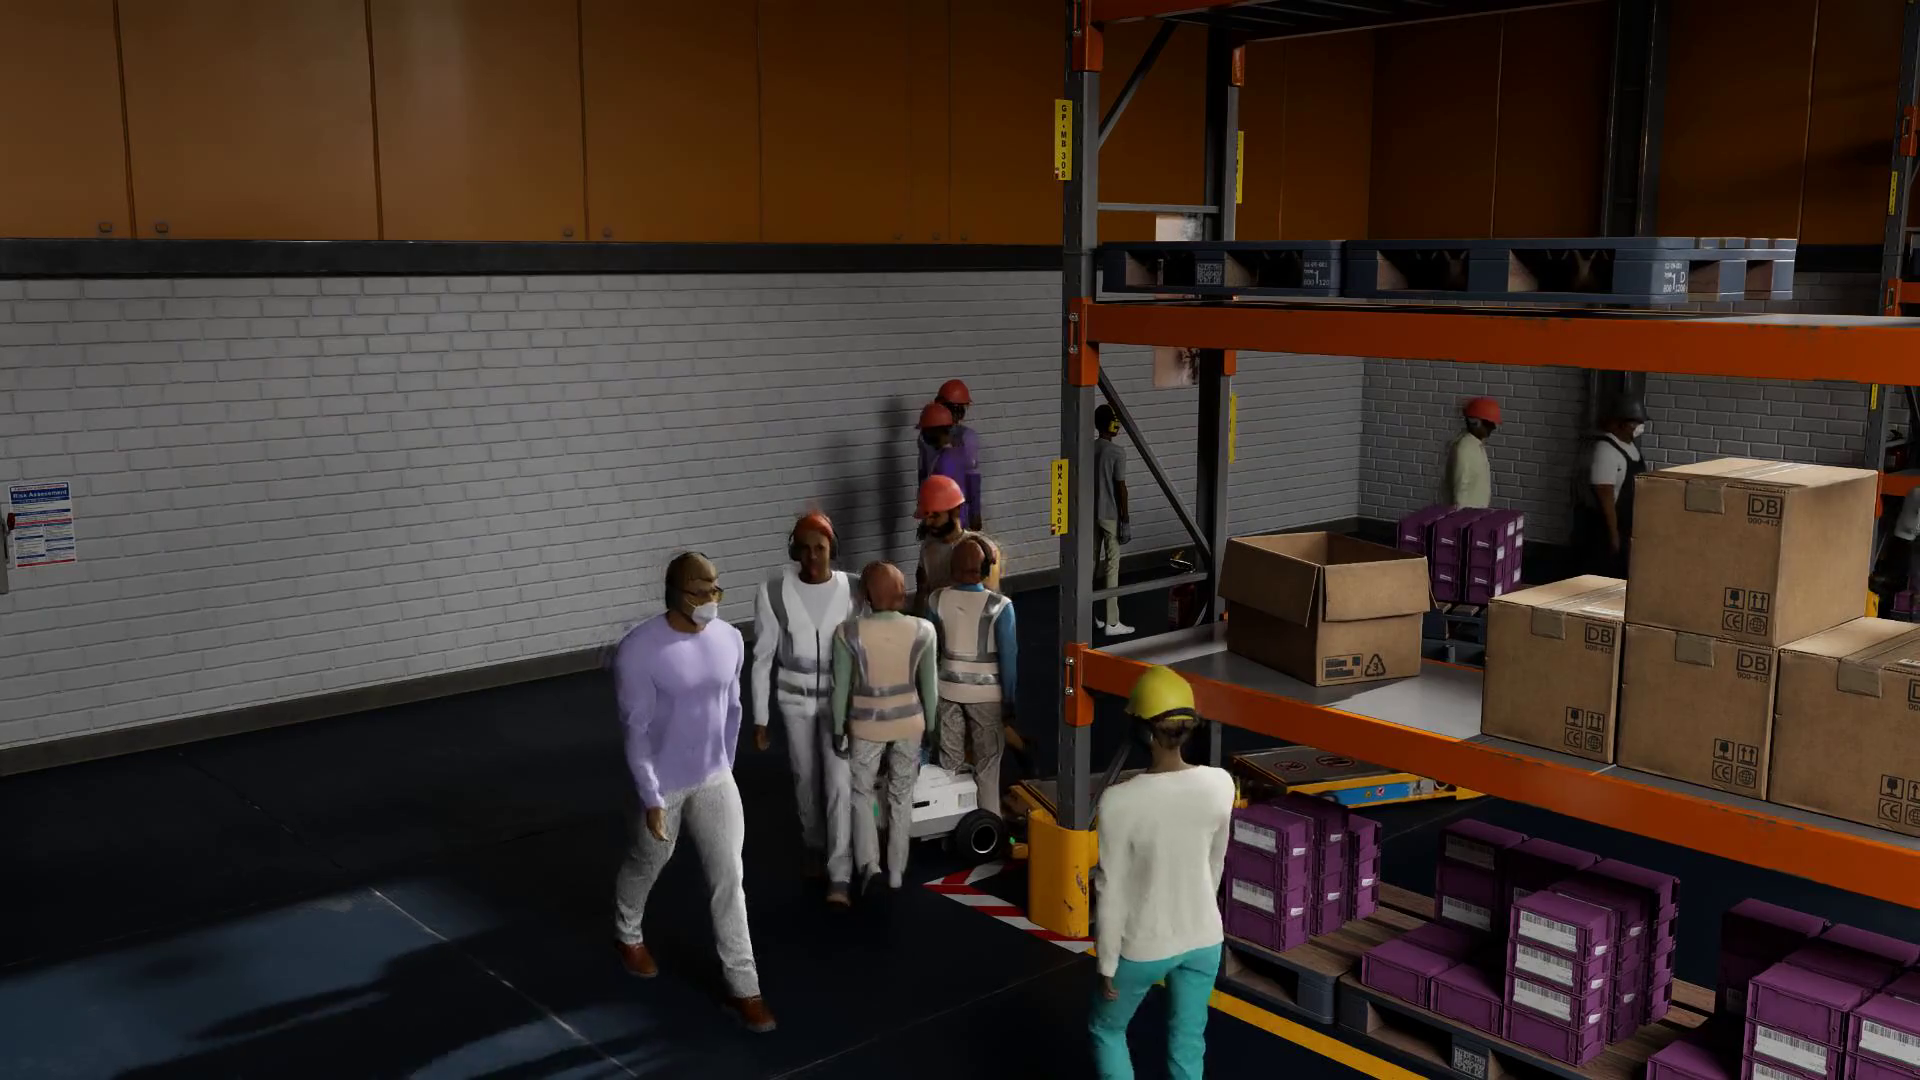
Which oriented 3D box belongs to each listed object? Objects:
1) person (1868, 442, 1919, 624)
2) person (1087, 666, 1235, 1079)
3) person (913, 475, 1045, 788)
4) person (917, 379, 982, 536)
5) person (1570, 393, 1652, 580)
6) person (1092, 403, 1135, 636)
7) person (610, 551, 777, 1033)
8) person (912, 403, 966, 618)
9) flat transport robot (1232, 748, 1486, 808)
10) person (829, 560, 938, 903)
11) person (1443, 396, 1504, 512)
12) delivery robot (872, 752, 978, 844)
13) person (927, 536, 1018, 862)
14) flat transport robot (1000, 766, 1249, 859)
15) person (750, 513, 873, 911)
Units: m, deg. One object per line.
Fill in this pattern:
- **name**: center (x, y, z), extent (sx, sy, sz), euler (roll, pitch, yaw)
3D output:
- **person**: center (6.315, 0.247, 10.752), extent (0.630, 1.930, 0.668), euler (-3, 10, -17)
- **person**: center (0.633, 1.271, 5.300), extent (0.524, 1.751, 0.420), euler (-4, 10, -22)
- **person**: center (0.077, 0.575, 8.928), extent (0.581, 1.901, 0.747), euler (9, 13, 43)
- **person**: center (-0.062, -0.278, 13.494), extent (0.605, 2.045, 0.387), euler (8, 13, 40)
- **person**: center (5.114, -0.147, 12.741), extent (0.990, 2.000, 0.710), euler (8, 12, 39)
- **person**: center (1.168, -0.162, 13.361), extent (0.514, 1.861, 0.328), euler (9, 13, 44)
- **person**: center (-1.136, 0.962, 6.745), extent (0.626, 1.891, 1.049), euler (-7, 12, -37)
- **person**: center (-0.248, -0.102, 12.858), extent (0.768, 1.905, 0.565), euler (1, 10, 7)
- **flat transport robot**: center (2.166, 1.320, 9.324), extent (1.431, 0.197, 0.652), euler (-3, 10, -19)
- **person**: center (-0.347, 0.906, 7.795), extent (0.527, 1.626, 0.523), euler (-2, 10, -13)
- **person**: center (3.947, -0.184, 13.212), extent (0.923, 1.957, 0.644), euler (6, 12, 33)
- **delivery robot**: center (-0.206, 1.298, 8.350), extent (0.707, 0.478, 0.477), euler (-5, 11, -29)
- **person**: center (0.056, 0.797, 8.382), extent (0.514, 1.641, 0.315), euler (6, 11, 31)
- **flat transport robot**: center (0.847, 1.413, 8.777), extent (1.431, 0.197, 0.652), euler (-3, 10, -17)
- **person**: center (-0.680, 0.798, 7.809), extent (0.606, 1.829, 0.993), euler (-1, 10, -5)
